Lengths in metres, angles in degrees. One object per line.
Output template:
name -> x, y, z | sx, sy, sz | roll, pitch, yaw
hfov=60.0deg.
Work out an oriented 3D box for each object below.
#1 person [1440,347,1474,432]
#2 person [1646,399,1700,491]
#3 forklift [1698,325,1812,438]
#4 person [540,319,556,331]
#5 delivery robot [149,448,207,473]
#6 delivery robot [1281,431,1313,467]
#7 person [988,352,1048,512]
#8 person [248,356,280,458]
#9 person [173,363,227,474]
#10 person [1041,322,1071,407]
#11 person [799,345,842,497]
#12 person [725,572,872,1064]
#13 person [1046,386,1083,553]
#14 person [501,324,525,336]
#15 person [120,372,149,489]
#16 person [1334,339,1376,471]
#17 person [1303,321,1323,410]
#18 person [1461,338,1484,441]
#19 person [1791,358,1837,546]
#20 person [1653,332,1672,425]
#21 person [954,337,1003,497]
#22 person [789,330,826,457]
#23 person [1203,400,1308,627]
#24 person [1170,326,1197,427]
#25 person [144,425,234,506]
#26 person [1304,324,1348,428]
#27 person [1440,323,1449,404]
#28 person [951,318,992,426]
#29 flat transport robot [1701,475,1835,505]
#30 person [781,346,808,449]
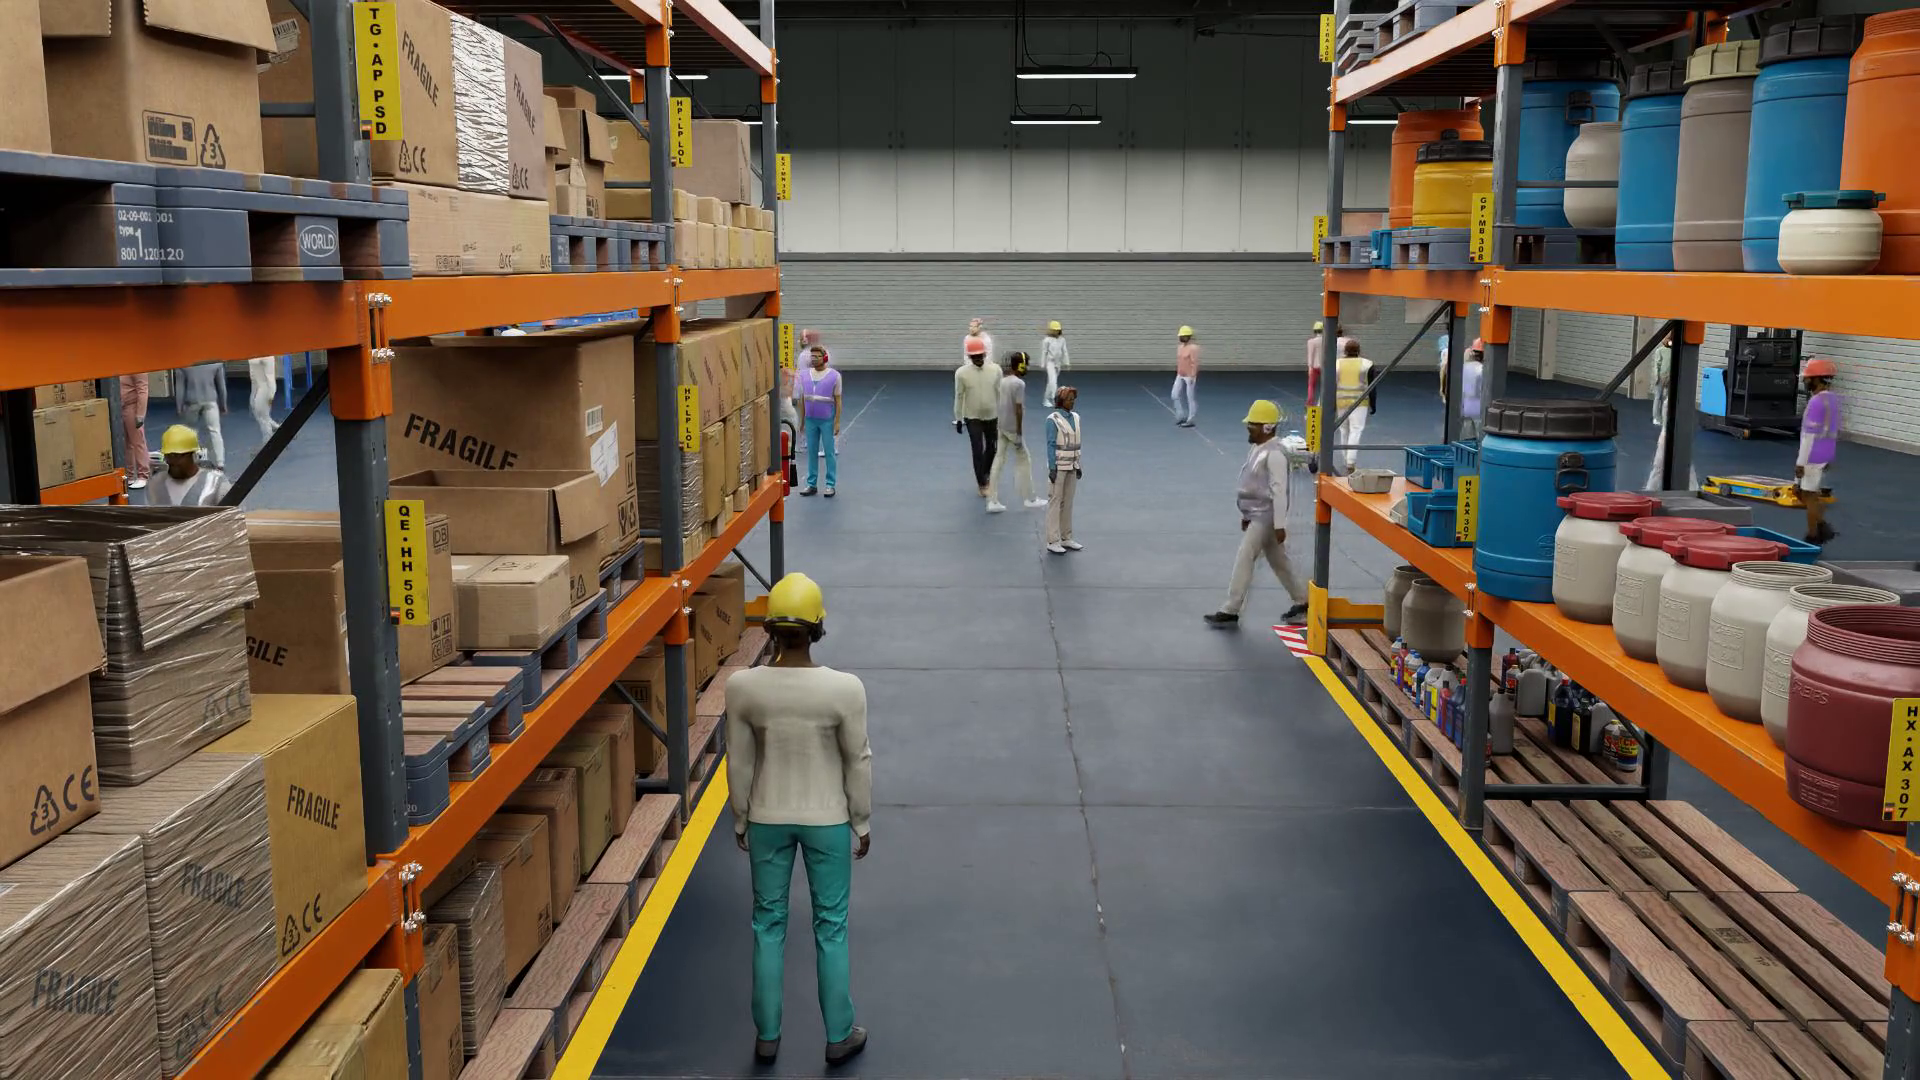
person -> 7.964, -2.483, 26.670 | 0.524, 1.803, 0.965 | 3, 10, 16
person -> 8.075, -1.052, 18.659 | 0.541, 1.587, 0.849 | -6, 11, -33
forklift -> 13.248, -3.165, 27.620 | 1.129, 2.768, 1.873 | 0, 9, 1
person -> -7.341, -3.100, 30.063 | 0.961, 1.904, 0.555 | 2, 10, 12
delivery robot -> -10.230, -1.074, 21.768 | 0.477, 0.478, 0.707 | 5, 11, 25
delivery robot -> 4.593, -1.257, 22.862 | 0.477, 0.478, 0.707 | -1, 10, -7
person -> 0.651, -1.244, 19.136 | 0.885, 1.817, 0.554 | -7, 12, -34
person -> -10.163, -2.170, 24.396 | 0.562, 1.920, 0.630 | -8, 12, -40
person -> -10.343, -1.849, 22.626 | 0.664, 1.862, 1.088 | -7, 12, -34
person -> 1.865, -3.449, 32.743 | 0.497, 1.690, 0.896 | -7, 12, -35
person -> -1.707, -1.468, 20.419 | 0.565, 1.846, 0.390 | 4, 10, 23
person -> -0.569, 0.991, 5.919 | 0.525, 1.772, 0.309 | 1, 10, 7
person -> 1.026, -0.703, 16.453 | 0.306, 1.640, 0.522 | 7, 12, 36
person -> -8.519, -3.393, 31.878 | 0.520, 1.874, 0.332 | 1, 10, 6
person -> -10.565, -1.606, 21.062 | 0.637, 1.911, 0.406 | 5, 11, 29
person -> 5.420, -1.880, 23.015 | 0.618, 1.808, 0.931 | 5, 11, 27
person -> 6.937, -3.339, 31.997 | 0.540, 1.729, 0.892 | -3, 10, -15
person -> 6.521, -1.629, 21.191 | 0.635, 1.920, 0.549 | -3, 10, -20
person -> 8.343, -0.820, 16.299 | 0.402, 1.923, 0.572 | 8, 12, 39
person -> 12.485, -2.854, 29.356 | 0.497, 1.633, 0.279 | -2, 10, -9
person -> 0.234, -1.536, 20.497 | 0.645, 1.955, 0.788 | -2, 10, -10
person -> -2.279, -2.165, 24.552 | 1.025, 1.854, 0.663 | 3, 10, 18
person -> 2.417, -0.216, 13.099 | 0.914, 1.792, 0.606 | 0, 9, -1
person -> 3.872, -2.835, 28.878 | 0.553, 1.745, 0.552 | -6, 11, -33
person -> -5.004, 0.141, 10.879 | 0.603, 1.819, 0.515 | 0, 9, 3
person -> 6.433, -2.829, 28.726 | 0.658, 1.789, 0.964 | -7, 12, -37
person -> 9.872, -3.550, 33.388 | 0.539, 1.682, 0.432 | -3, 10, -18
person -> 0.207, -2.895, 28.857 | 0.685, 1.873, 0.840 | 8, 13, 41
flat transport robot -> 9.782, -0.619, 20.168 | 0.652, 0.197, 1.431 | -3, 10, -20
person -> -2.557, -2.167, 25.335 | 0.852, 1.589, 0.506 | 2, 10, 10
